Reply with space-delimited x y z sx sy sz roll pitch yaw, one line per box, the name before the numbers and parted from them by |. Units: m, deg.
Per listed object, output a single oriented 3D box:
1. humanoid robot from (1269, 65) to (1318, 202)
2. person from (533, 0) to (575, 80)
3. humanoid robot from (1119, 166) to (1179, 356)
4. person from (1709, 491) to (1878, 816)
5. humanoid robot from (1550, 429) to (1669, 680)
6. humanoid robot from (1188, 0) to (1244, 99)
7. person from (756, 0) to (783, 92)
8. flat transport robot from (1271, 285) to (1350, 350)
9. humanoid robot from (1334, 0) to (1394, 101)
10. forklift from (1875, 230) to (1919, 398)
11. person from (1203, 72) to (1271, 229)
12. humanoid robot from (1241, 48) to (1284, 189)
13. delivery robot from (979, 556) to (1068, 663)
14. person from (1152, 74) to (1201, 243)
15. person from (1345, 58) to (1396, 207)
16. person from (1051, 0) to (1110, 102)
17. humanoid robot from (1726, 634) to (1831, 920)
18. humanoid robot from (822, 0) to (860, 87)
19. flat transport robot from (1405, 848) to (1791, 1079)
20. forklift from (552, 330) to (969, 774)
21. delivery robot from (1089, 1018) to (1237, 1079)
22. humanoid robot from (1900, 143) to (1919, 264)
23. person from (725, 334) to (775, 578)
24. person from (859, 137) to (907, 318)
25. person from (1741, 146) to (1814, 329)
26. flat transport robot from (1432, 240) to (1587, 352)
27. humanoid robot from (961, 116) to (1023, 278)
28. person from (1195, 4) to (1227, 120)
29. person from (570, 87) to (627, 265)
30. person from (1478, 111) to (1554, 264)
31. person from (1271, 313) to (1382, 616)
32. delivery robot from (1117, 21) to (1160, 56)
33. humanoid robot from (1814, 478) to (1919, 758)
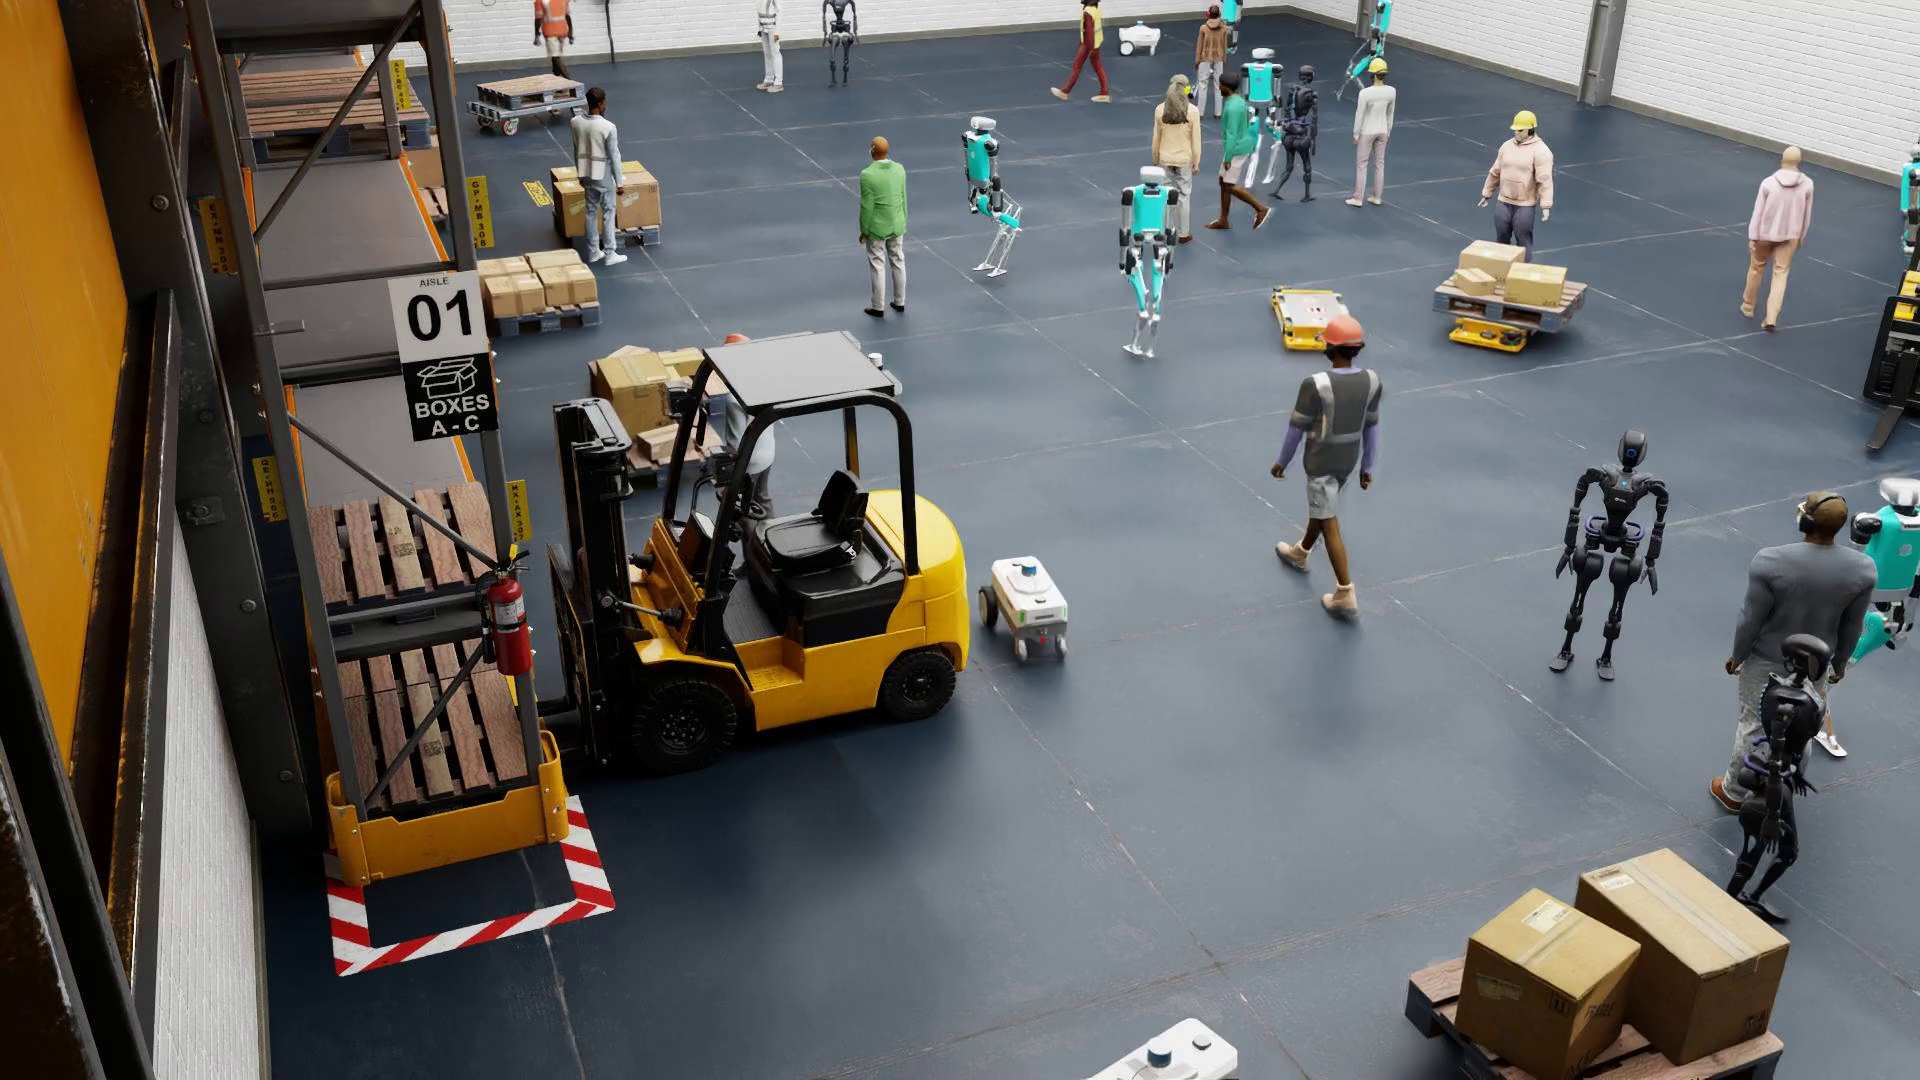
humanoid robot | 4.116 -4.964 20.340 0.554 1.656 0.589 -16 31 -28
person | -6.280 -7.888 25.836 0.951 1.931 0.597 21 33 35
humanoid robot | 1.756 -2.482 15.262 0.543 1.772 0.704 -3 27 -6
person | 4.434 0.622 8.892 0.635 1.939 0.365 3 27 6
humanoid robot | 4.006 0.087 10.228 0.599 1.659 0.315 12 29 22
humanoid robot | 3.902 -7.633 25.623 0.859 1.854 0.554 -12 29 -22
person | -3.002 -8.019 26.137 0.355 1.887 0.573 -18 32 -32
flat transport robot | 3.461 -2.180 16.323 0.659 0.231 1.431 2 27 3
humanoid robot | 6.057 -7.484 25.282 0.888 1.810 0.548 14 30 26
forklift | 9.029 -2.397 14.618 1.214 2.155 2.313 18 32 32
person | 3.225 -4.446 19.111 0.671 1.821 0.517 5 27 11
humanoid robot | 3.842 -5.321 20.951 0.548 1.776 0.882 13 29 24
delivery robot | 0.445 0.392 10.850 0.499 0.560 0.734 -7 27 -13
person | 2.423 -4.267 18.690 0.553 1.876 0.404 9 28 18
person | 4.980 -4.923 20.123 0.527 1.759 0.333 -10 28 -19
person | 1.903 -7.594 25.477 0.935 1.720 0.477 11 29 20
humanoid robot | 3.949 1.194 8.036 0.350 1.651 0.603 19 32 33
humanoid robot | -1.892 -8.039 26.416 0.609 1.648 0.496 0 27 0
flat transport robot | 2.731 2.321 7.370 0.659 0.231 1.431 -11 29 -21
forklift | -1.094 0.010 9.831 2.313 2.155 1.214 -10 28 -20
delivery robot | 0.827 2.339 7.007 0.736 0.586 0.524 -20 33 -34
humanoid robot | 9.438 -2.916 16.229 0.753 1.843 0.530 11 29 21
person | -1.471 -0.588 11.521 0.351 1.737 0.572 9 28 17
person | -0.761 -3.092 16.452 0.538 1.784 0.386 -17 31 -31
person | 7.962 -2.955 16.210 0.538 1.757 0.812 8 28 16
flat transport robot | 5.361 -2.172 16.307 0.659 0.231 1.431 16 31 29
humanoid robot | 0.405 -3.608 17.380 0.735 1.677 0.533 -18 32 -31
person | 3.677 -6.992 24.366 0.460 1.645 0.315 -3 27 -6
person | -3.896 -3.915 17.958 0.596 1.906 0.418 13 29 24
person | 5.776 -3.511 17.211 0.434 1.854 0.817 -21 33 -35
person | 2.489 -0.531 11.141 0.623 1.992 1.062 -13 30 -25
delivery robot | 3.105 -8.758 29.102 0.778 0.607 0.522 1 27 2
humanoid robot | 5.126 0.413 9.640 0.534 1.880 0.766 -2 27 -4
